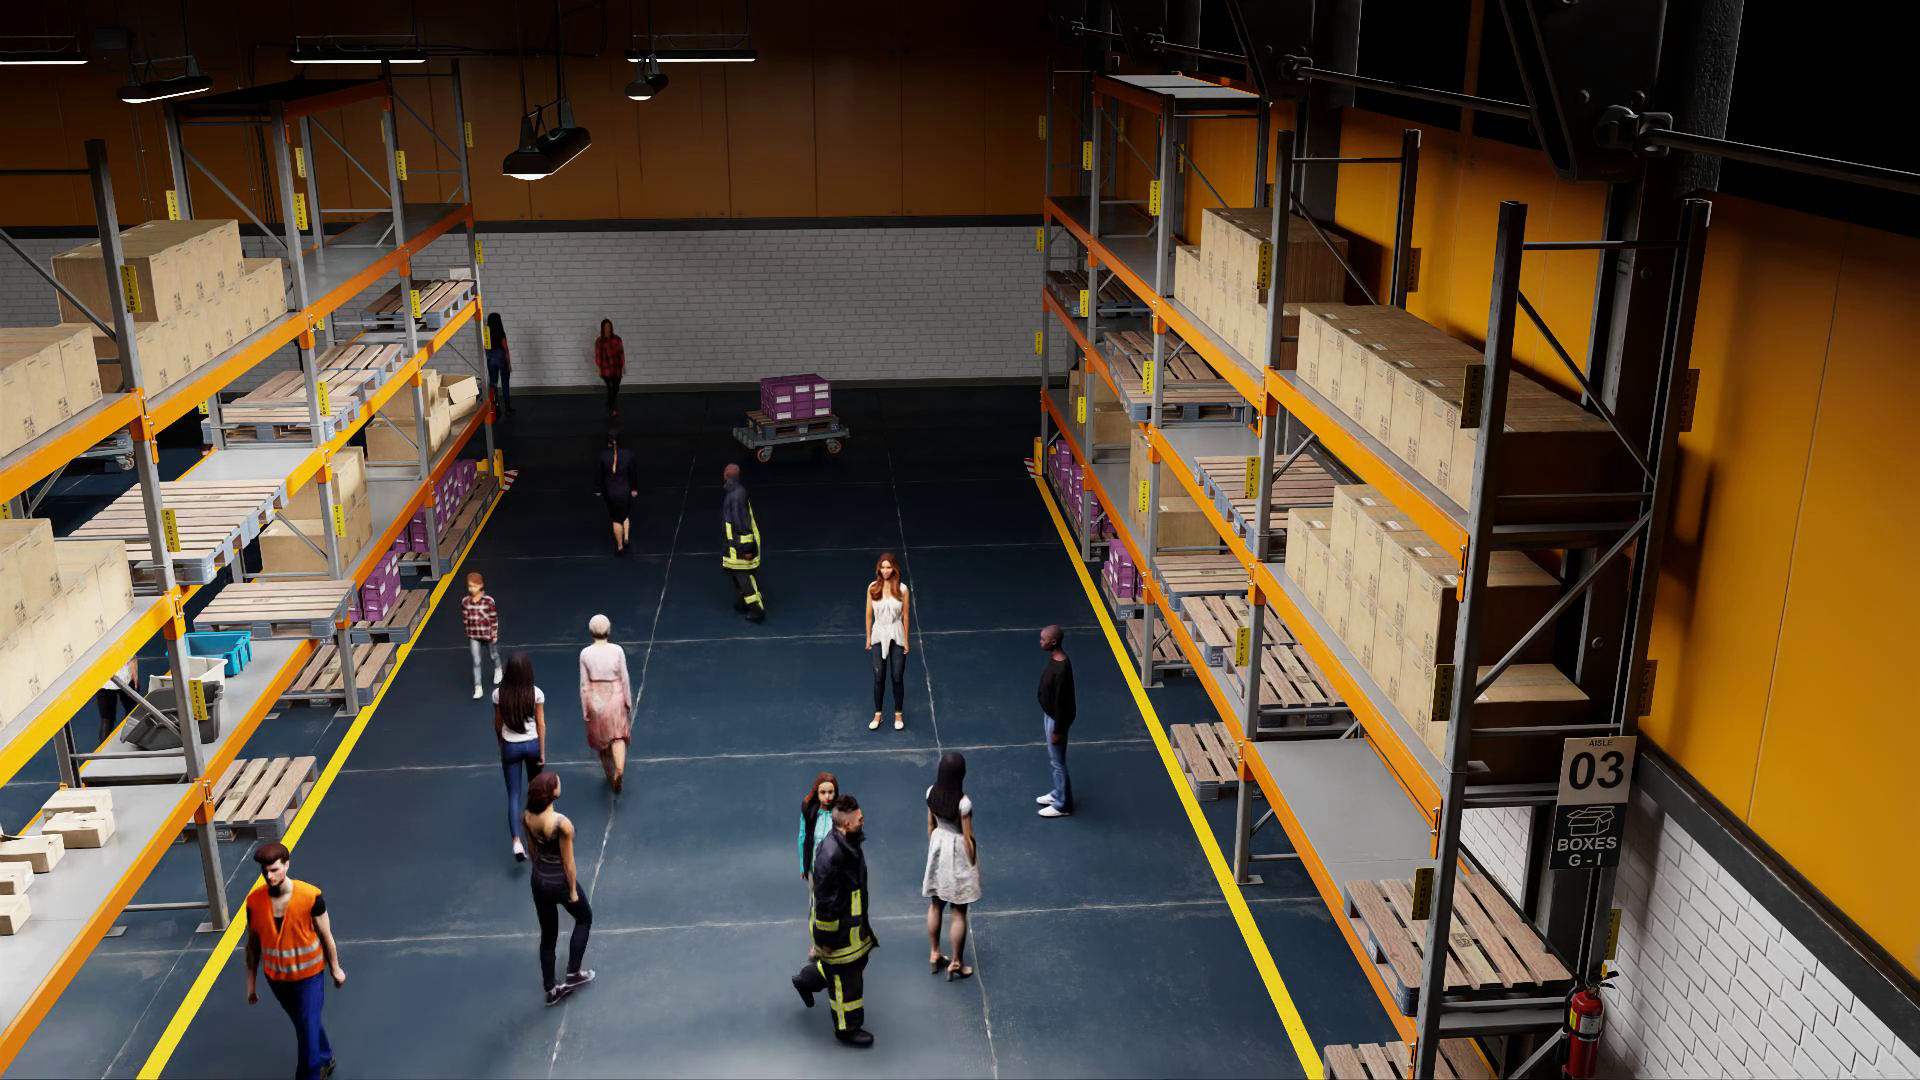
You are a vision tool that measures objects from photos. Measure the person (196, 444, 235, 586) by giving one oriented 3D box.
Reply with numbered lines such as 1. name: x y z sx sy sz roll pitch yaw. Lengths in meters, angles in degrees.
1. person: -8.873 -0.289 19.977 0.850 1.798 1.153 -4 19 -12

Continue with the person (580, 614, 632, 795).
1. person: -3.156 1.509 14.833 0.675 1.674 0.905 -5 19 -13

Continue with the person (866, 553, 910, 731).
1. person: -0.698 0.980 16.230 0.609 1.785 0.568 1 19 4

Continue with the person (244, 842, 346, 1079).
1. person: -4.283 2.761 10.817 0.814 1.863 1.088 1 19 3

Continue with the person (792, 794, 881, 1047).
1. person: -0.895 2.567 11.414 0.967 1.852 0.950 4 19 11

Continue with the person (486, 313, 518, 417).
1. person: -7.788 -2.968 28.028 0.621 1.737 0.602 3 19 8

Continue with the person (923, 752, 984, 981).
1. person: -0.066 2.369 12.128 0.778 1.771 0.835 15 23 37

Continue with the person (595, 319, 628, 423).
1. person: -5.831 -2.847 27.775 0.885 1.670 1.154 -10 21 -27

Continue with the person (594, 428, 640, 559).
1. person: -4.318 -0.563 21.009 0.807 1.659 0.815 -10 21 -27

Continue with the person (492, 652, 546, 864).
1. person: -3.652 1.818 13.809 0.663 1.742 1.161 -3 19 -10

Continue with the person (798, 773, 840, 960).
1. person: -0.991 2.417 12.409 0.590 1.500 0.601 0 19 1

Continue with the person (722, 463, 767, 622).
1. person: -2.450 0.024 19.060 0.985 1.790 0.668 -7 20 -20

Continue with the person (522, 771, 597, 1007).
1. person: -2.929 2.497 11.770 0.765 1.757 0.812 9 21 26

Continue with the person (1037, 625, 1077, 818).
1. person: 0.868 1.565 14.558 0.658 1.743 0.470 -2 19 -7

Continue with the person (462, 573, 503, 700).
1. person: -4.898 0.938 17.146 0.575 1.281 0.919 0 19 0
